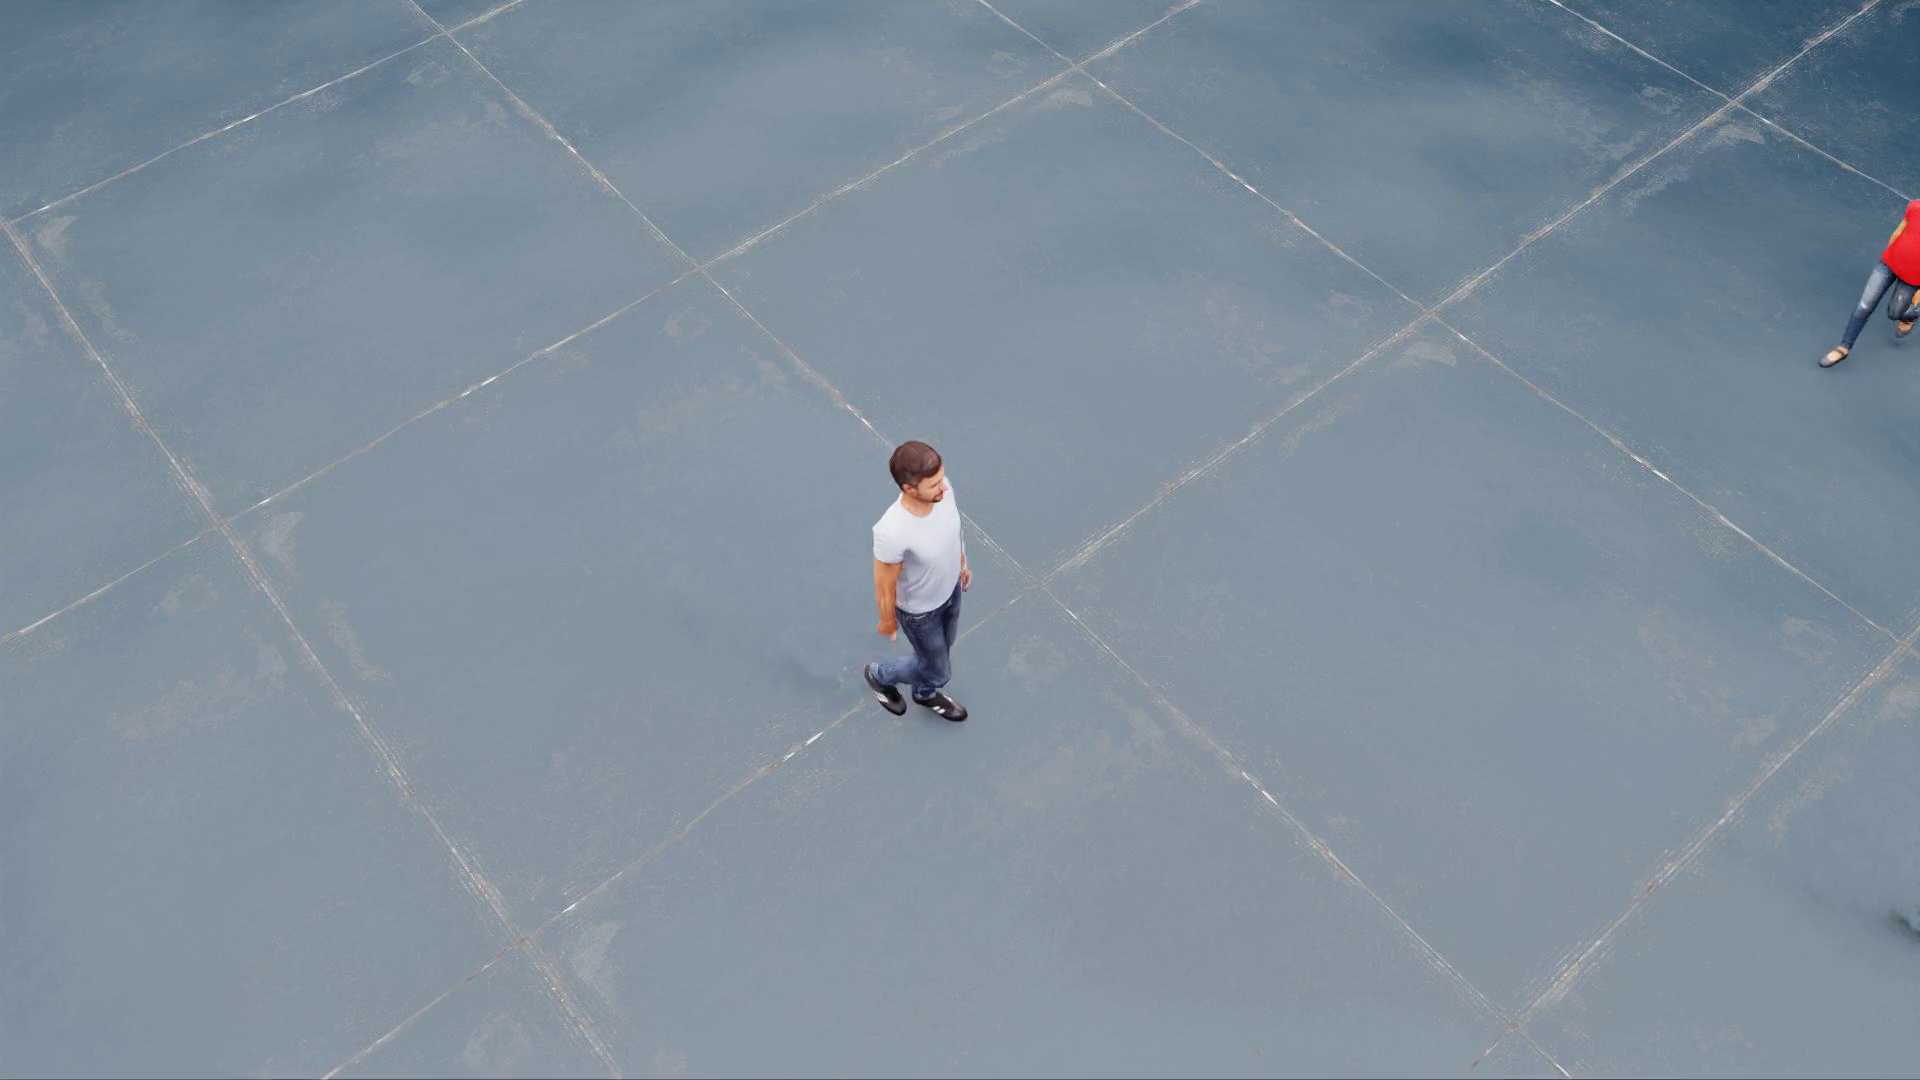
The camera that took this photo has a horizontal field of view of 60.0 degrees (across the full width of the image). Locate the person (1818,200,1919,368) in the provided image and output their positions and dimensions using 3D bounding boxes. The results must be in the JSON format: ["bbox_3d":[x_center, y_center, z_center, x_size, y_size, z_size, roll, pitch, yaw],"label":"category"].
[{"bbox_3d":[5.071,-1.455,8.853,0.846,1.289,0.538,-27,57,-19],"label":"person"}]

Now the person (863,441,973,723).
[{"bbox_3d":[-0.225,0.197,7.217,0.835,1.853,0.786,22,55,16],"label":"person"}]
